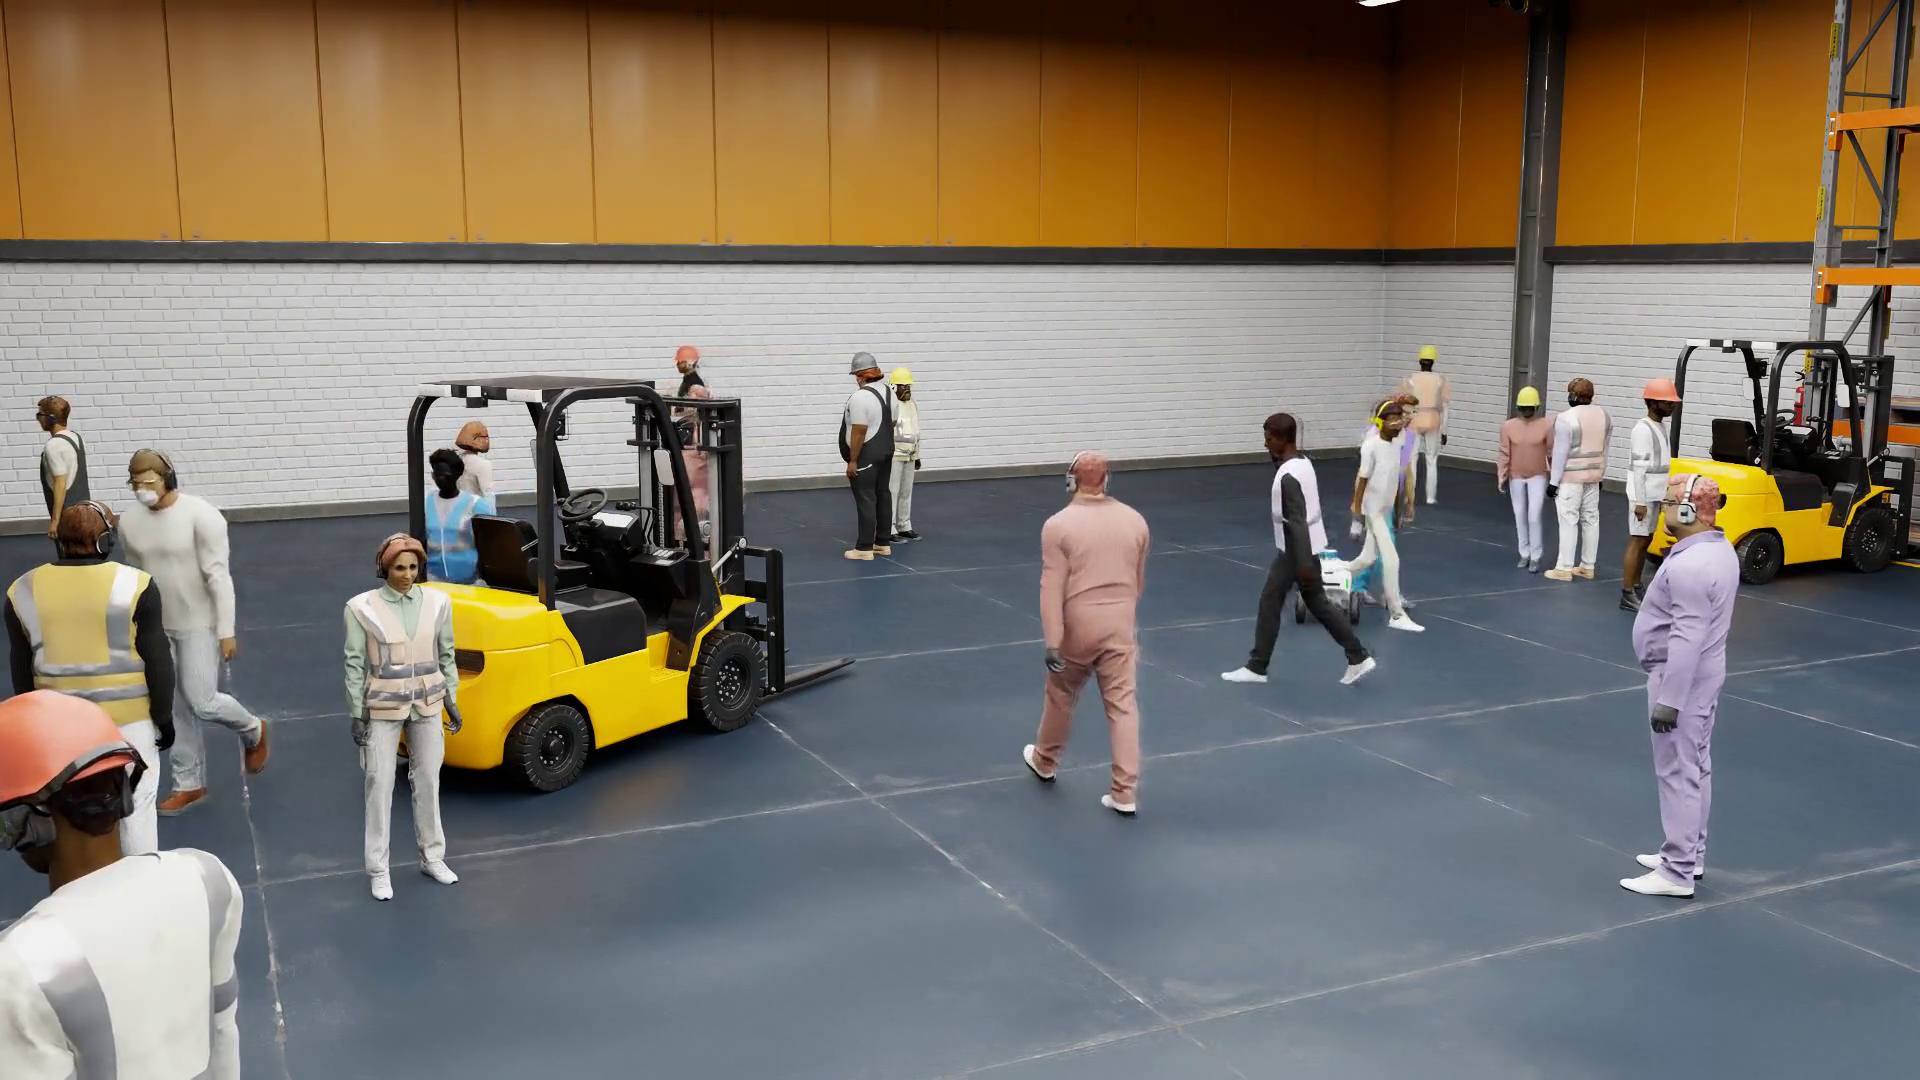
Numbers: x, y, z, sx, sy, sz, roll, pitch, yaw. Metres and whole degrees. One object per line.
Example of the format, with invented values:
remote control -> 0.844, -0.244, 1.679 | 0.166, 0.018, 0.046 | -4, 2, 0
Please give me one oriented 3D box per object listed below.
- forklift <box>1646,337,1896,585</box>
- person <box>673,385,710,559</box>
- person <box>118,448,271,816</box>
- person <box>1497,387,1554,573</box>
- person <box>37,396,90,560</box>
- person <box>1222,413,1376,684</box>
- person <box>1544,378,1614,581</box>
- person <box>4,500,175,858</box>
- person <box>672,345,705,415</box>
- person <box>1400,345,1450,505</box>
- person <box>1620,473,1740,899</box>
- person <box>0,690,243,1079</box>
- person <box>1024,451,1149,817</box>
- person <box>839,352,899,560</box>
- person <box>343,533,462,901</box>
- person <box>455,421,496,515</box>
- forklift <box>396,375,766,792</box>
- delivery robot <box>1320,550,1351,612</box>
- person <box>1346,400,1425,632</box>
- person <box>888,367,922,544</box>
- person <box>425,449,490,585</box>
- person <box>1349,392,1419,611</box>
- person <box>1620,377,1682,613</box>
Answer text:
forklift -> 7.551, -0.789, 15.507 | 2.313, 2.155, 1.214 | -4, 10, -25
person -> -2.229, -0.346, 13.767 | 0.735, 1.880, 0.402 | 7, 12, 38
person -> -4.004, 0.452, 8.687 | 0.661, 1.911, 0.635 | 2, 9, 15
person -> 5.286, -0.562, 15.541 | 0.532, 1.736, 0.643 | 6, 11, 32
person -> -6.940, -0.199, 12.926 | 0.326, 1.843, 0.517 | -1, 9, -6
person -> 2.321, 0.069, 11.190 | 0.981, 1.870, 0.624 | 3, 10, 18
person -> 5.593, -0.549, 15.103 | 0.622, 1.844, 0.429 | -4, 10, -23
person -> -3.653, 0.746, 7.071 | 0.629, 1.842, 0.429 | -1, 9, -6
person -> -2.998, -1.243, 19.012 | 0.741, 1.974, 0.621 | -3, 10, -18
person -> 5.566, -1.374, 19.971 | 0.591, 1.928, 0.372 | 2, 9, 13
person -> 3.233, 0.647, 7.487 | 0.409, 1.906, 0.651 | 6, 11, 33
person -> -1.626, 1.281, 3.169 | 0.405, 2.030, 0.611 | 2, 9, 14
person -> 0.659, 0.462, 8.795 | 0.652, 1.850, 1.006 | -4, 10, -22
person -> -0.929, -0.833, 16.250 | 0.536, 2.000, 0.676 | 5, 11, 30
person -> -2.503, 0.779, 7.494 | 0.514, 1.640, 0.310 | -7, 12, -39
person -> -3.820, -0.125, 13.121 | 0.507, 1.630, 0.268 | 8, 12, 40
forklift -> -2.268, 0.149, 9.685 | 1.214, 2.155, 2.313 | 6, 11, 32
delivery robot -> 2.976, 0.322, 13.392 | 0.477, 0.478, 0.707 | 2, 10, 14
person -> 3.235, -0.210, 13.117 | 0.898, 1.819, 0.547 | 8, 12, 39
person -> -0.613, -0.874, 17.185 | 0.403, 1.826, 0.589 | 6, 11, 34
person -> -3.319, 0.233, 10.824 | 0.554, 1.643, 0.897 | 1, 9, 8
person -> 3.594, -0.316, 13.784 | 0.606, 1.796, 0.850 | -8, 12, -41
person -> 5.695, -0.370, 13.695 | 0.378, 1.936, 0.548 | 7, 11, 36
